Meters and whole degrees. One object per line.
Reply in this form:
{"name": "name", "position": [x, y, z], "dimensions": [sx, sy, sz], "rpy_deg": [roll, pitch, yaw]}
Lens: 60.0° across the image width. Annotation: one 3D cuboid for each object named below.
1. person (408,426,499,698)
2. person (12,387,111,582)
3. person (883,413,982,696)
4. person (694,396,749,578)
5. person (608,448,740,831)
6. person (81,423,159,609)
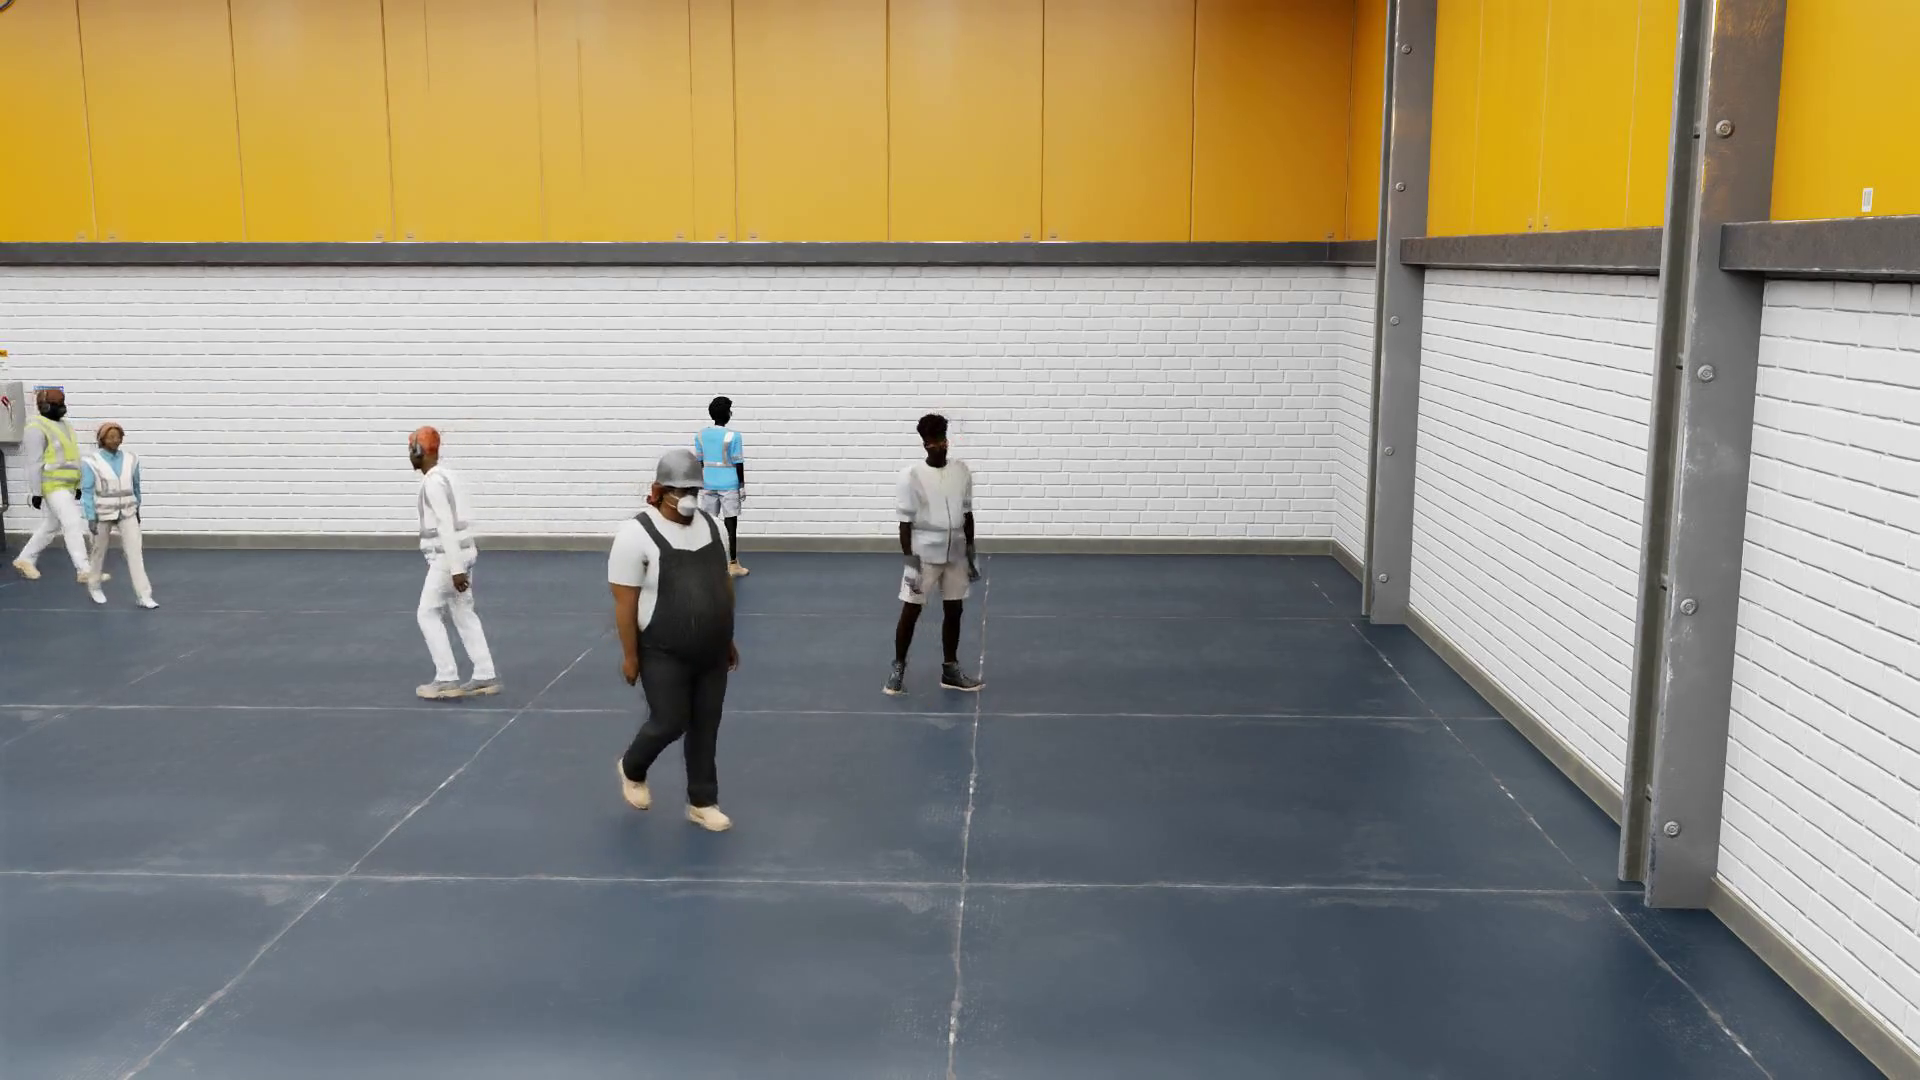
{"name": "person", "position": [-3.464, 0.153, 11.276], "dimensions": [0.646, 1.850, 0.594], "rpy_deg": [-1, 10, -4]}
{"name": "person", "position": [-8.349, -0.503, 15.277], "dimensions": [0.901, 1.812, 0.633], "rpy_deg": [0, 10, -2]}
{"name": "person", "position": [-0.221, 0.101, 11.345], "dimensions": [0.765, 1.942, 0.497], "rpy_deg": [-6, 11, -30]}
{"name": "person", "position": [-2.225, -0.496, 15.546], "dimensions": [0.541, 1.695, 0.315], "rpy_deg": [5, 11, 28]}
{"name": "person", "position": [-1.462, 0.506, 8.675], "dimensions": [0.635, 2.000, 0.688], "rpy_deg": [9, 14, 44]}
{"name": "person", "position": [-7.252, -0.216, 14.215], "dimensions": [0.871, 1.592, 0.534], "rpy_deg": [7, 12, 37]}
